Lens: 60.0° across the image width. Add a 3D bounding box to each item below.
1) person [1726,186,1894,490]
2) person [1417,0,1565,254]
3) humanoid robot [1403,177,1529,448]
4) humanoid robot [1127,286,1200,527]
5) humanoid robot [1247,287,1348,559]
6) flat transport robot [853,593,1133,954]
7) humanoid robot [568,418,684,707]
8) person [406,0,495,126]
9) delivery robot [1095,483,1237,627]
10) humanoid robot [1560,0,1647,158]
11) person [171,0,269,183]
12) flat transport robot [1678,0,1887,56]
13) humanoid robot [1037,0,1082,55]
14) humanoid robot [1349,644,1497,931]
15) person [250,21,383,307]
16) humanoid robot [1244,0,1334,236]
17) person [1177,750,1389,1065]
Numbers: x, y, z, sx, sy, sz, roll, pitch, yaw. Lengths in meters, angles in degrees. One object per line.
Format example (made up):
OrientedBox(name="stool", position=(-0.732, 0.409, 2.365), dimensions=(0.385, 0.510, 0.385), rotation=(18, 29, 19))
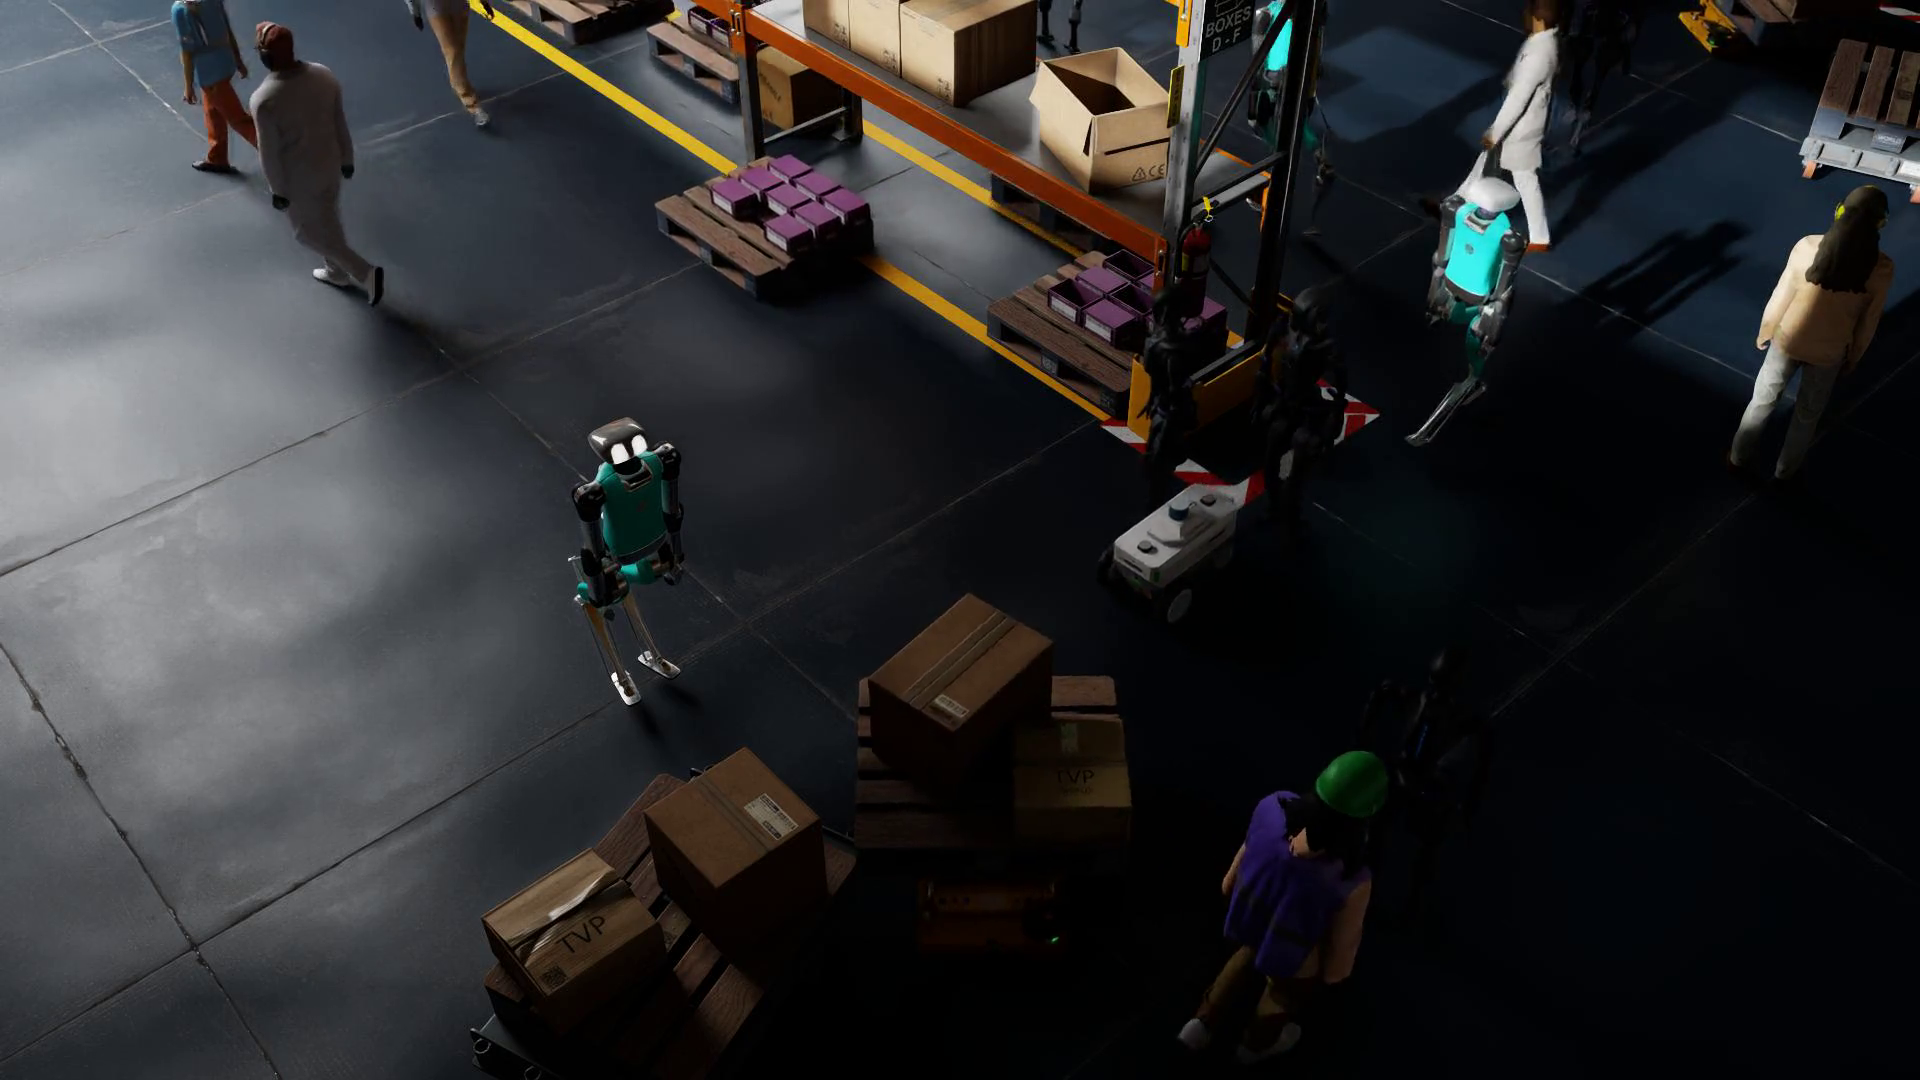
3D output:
OrientedBox(name="person", position=(4.639, -1.070, 9.074), dimensions=(0.551, 1.876, 0.411), rotation=(22, 47, 22))
OrientedBox(name="person", position=(3.649, -2.761, 10.989), dimensions=(0.967, 1.783, 0.514), rotation=(16, 45, 17))
OrientedBox(name="humanoid robot", position=(2.986, -1.331, 9.483), dimensions=(1.062, 1.741, 0.539), rotation=(-29, 50, -28))
OrientedBox(name="humanoid robot", position=(1.075, -0.616, 8.725), dimensions=(0.325, 1.655, 0.595), rotation=(-1, 43, -1))
OrientedBox(name="humanoid robot", position=(1.788, -0.644, 8.761), dimensions=(0.346, 1.647, 0.612), rotation=(-30, 50, -28))
OrientedBox(name="flat transport robot", position=(0.134, 1.264, 7.720), dimensions=(0.659, 0.231, 1.431), rotation=(0, 43, 0))
OrientedBox(name="humanoid robot", position=(-1.638, 0.036, 7.872), dimensions=(0.533, 1.677, 0.735), rotation=(-32, 51, -30))
OrientedBox(name="person", position=(-3.749, -3.950, 12.330), dimensions=(0.557, 1.702, 0.890), rotation=(-31, 51, -30))
OrientedBox(name="delivery robot", position=(1.126, 0.042, 8.841), dimensions=(0.784, 0.599, 0.499), rotation=(-34, 52, -31))
OrientedBox(name="humanoid robot", position=(4.635, -3.655, 12.069), dimensions=(0.588, 1.619, 0.804), rotation=(23, 47, 23))
OrientedBox(name="person", position=(-5.178, -3.282, 11.586), dimensions=(0.899, 1.727, 0.504), rotation=(7, 43, 7))
OrientedBox(name="flat transport robot", position=(6.770, -4.261, 13.730), dimensions=(1.431, 0.231, 0.659), rotation=(-4, 43, -4))
OrientedBox(name="humanoid robot", position=(0.832, -4.708, 13.182), dimensions=(0.601, 1.640, 0.567), rotation=(-10, 44, -11))
OrientedBox(name="humanoid robot", position=(1.865, 1.040, 6.924), dimensions=(0.609, 1.656, 0.311), rotation=(20, 46, 20))
OrientedBox(name="person", position=(-4.033, -2.320, 10.424), dimensions=(0.703, 1.882, 0.647), rotation=(17, 45, 18))
OrientedBox(name="humanoid robot", position=(2.275, -2.769, 11.046), dimensions=(0.531, 1.776, 0.994), rotation=(-16, 45, -17))
OrientedBox(name="person", position=(1.237, 1.465, 6.293), dimensions=(0.540, 1.898, 0.584), rotation=(-24, 48, -24))
